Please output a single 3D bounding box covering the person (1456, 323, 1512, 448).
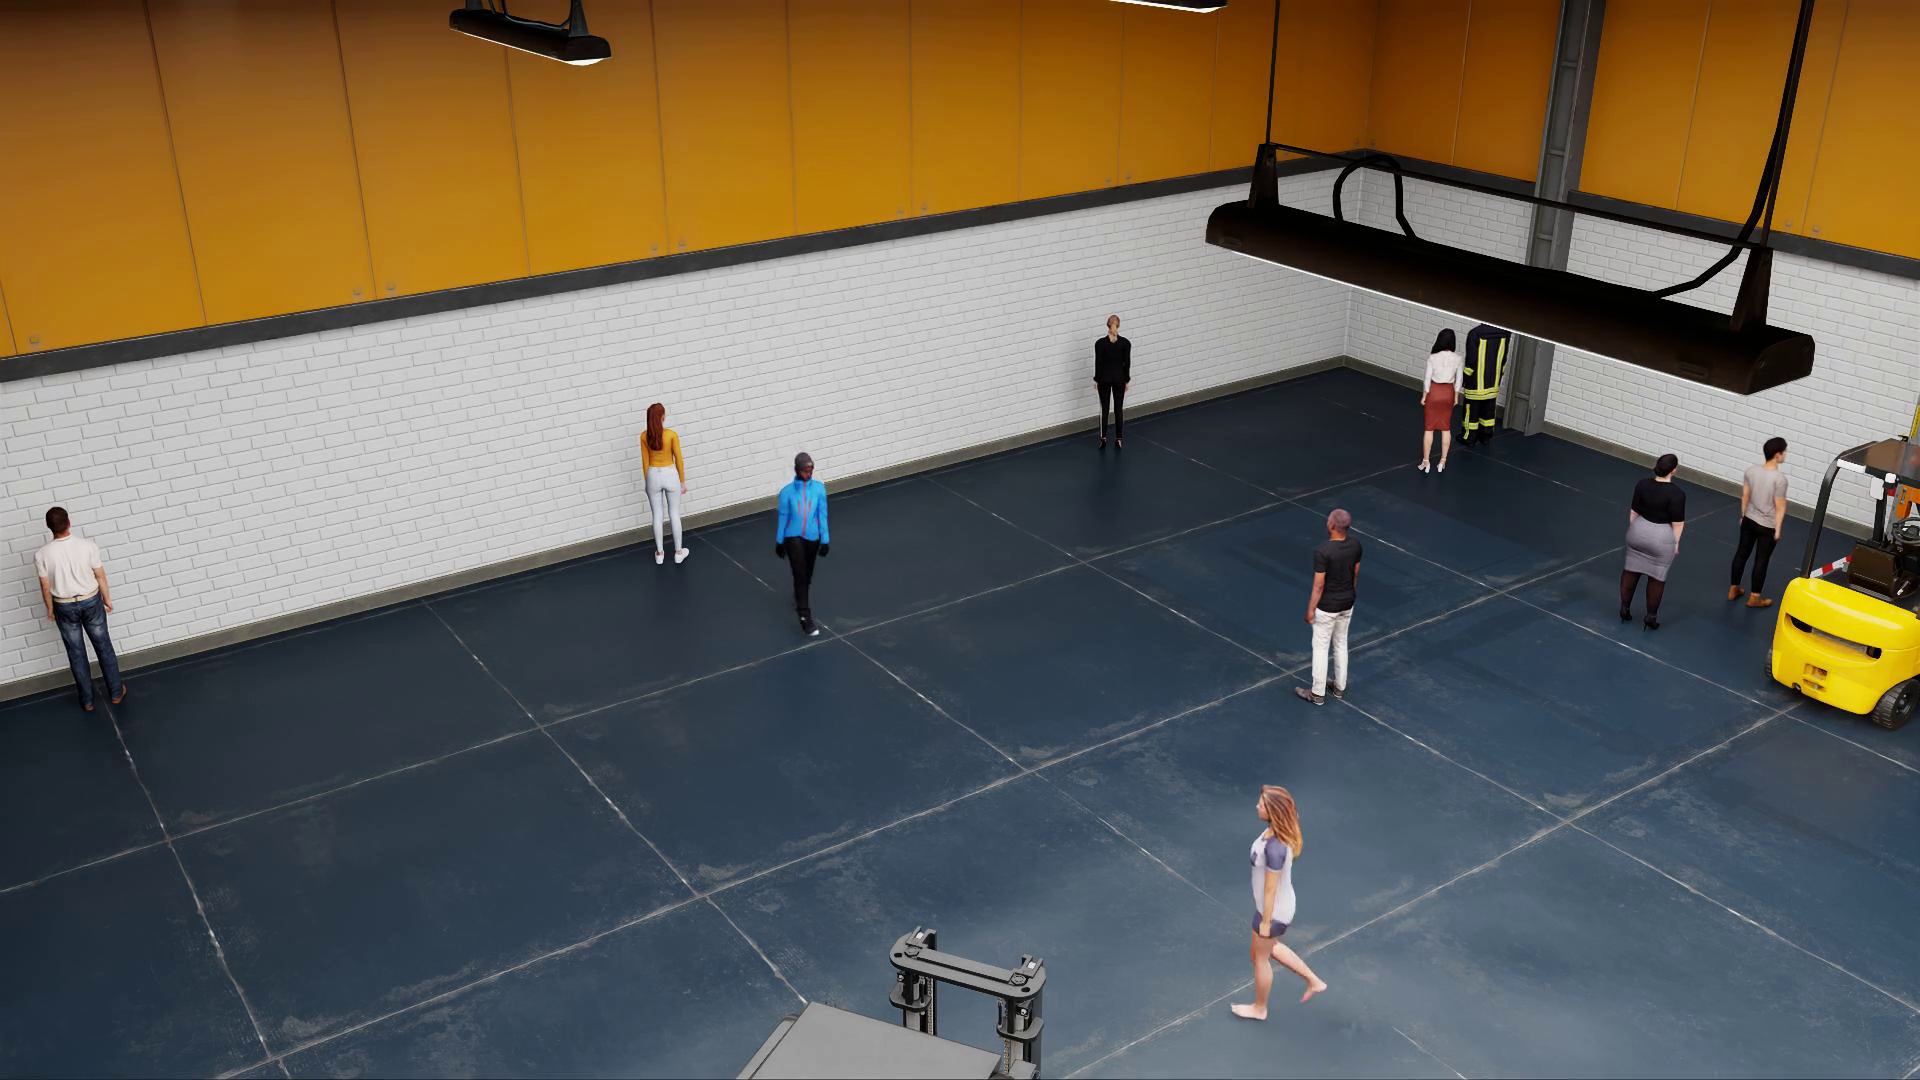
[{"bbox_3d":[6.433,-2.060,20.454,0.838,1.821,0.806,-6,24,-13],"label":"person"}]

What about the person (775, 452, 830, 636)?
[{"bbox_3d":[-1.528,-0.042,15.918,0.857,1.757,1.260,-7,25,-16],"label":"person"}]

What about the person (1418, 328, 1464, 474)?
[{"bbox_3d":[5.650,-1.643,19.589,0.673,1.751,0.692,0,24,0],"label":"person"}]

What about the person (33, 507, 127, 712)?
[{"bbox_3d":[-7.619,0.583,14.367,0.680,1.855,0.579,-13,27,-27],"label":"person"}]

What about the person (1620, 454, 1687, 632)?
[{"bbox_3d":[6.575,0.007,15.804,0.748,1.759,0.572,-19,30,-37],"label":"person"}]

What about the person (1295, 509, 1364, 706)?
[{"bbox_3d":[3.242,0.572,14.454,0.664,1.805,0.614,-13,27,-27],"label":"person"}]

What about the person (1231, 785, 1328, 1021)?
[{"bbox_3d":[2.068,2.338,10.523,0.942,1.717,0.861,6,24,14],"label":"person"}]

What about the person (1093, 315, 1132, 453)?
[{"bbox_3d":[1.849,-1.909,20.252,0.697,1.707,0.726,0,24,1],"label":"person"}]

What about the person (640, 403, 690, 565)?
[{"bbox_3d":[-3.067,-0.593,17.188,0.691,1.751,0.723,0,24,-1],"label":"person"}]

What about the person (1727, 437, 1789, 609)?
[{"bbox_3d":[7.838,-0.183,16.294,0.690,1.715,0.510,-12,26,-25],"label":"person"}]
